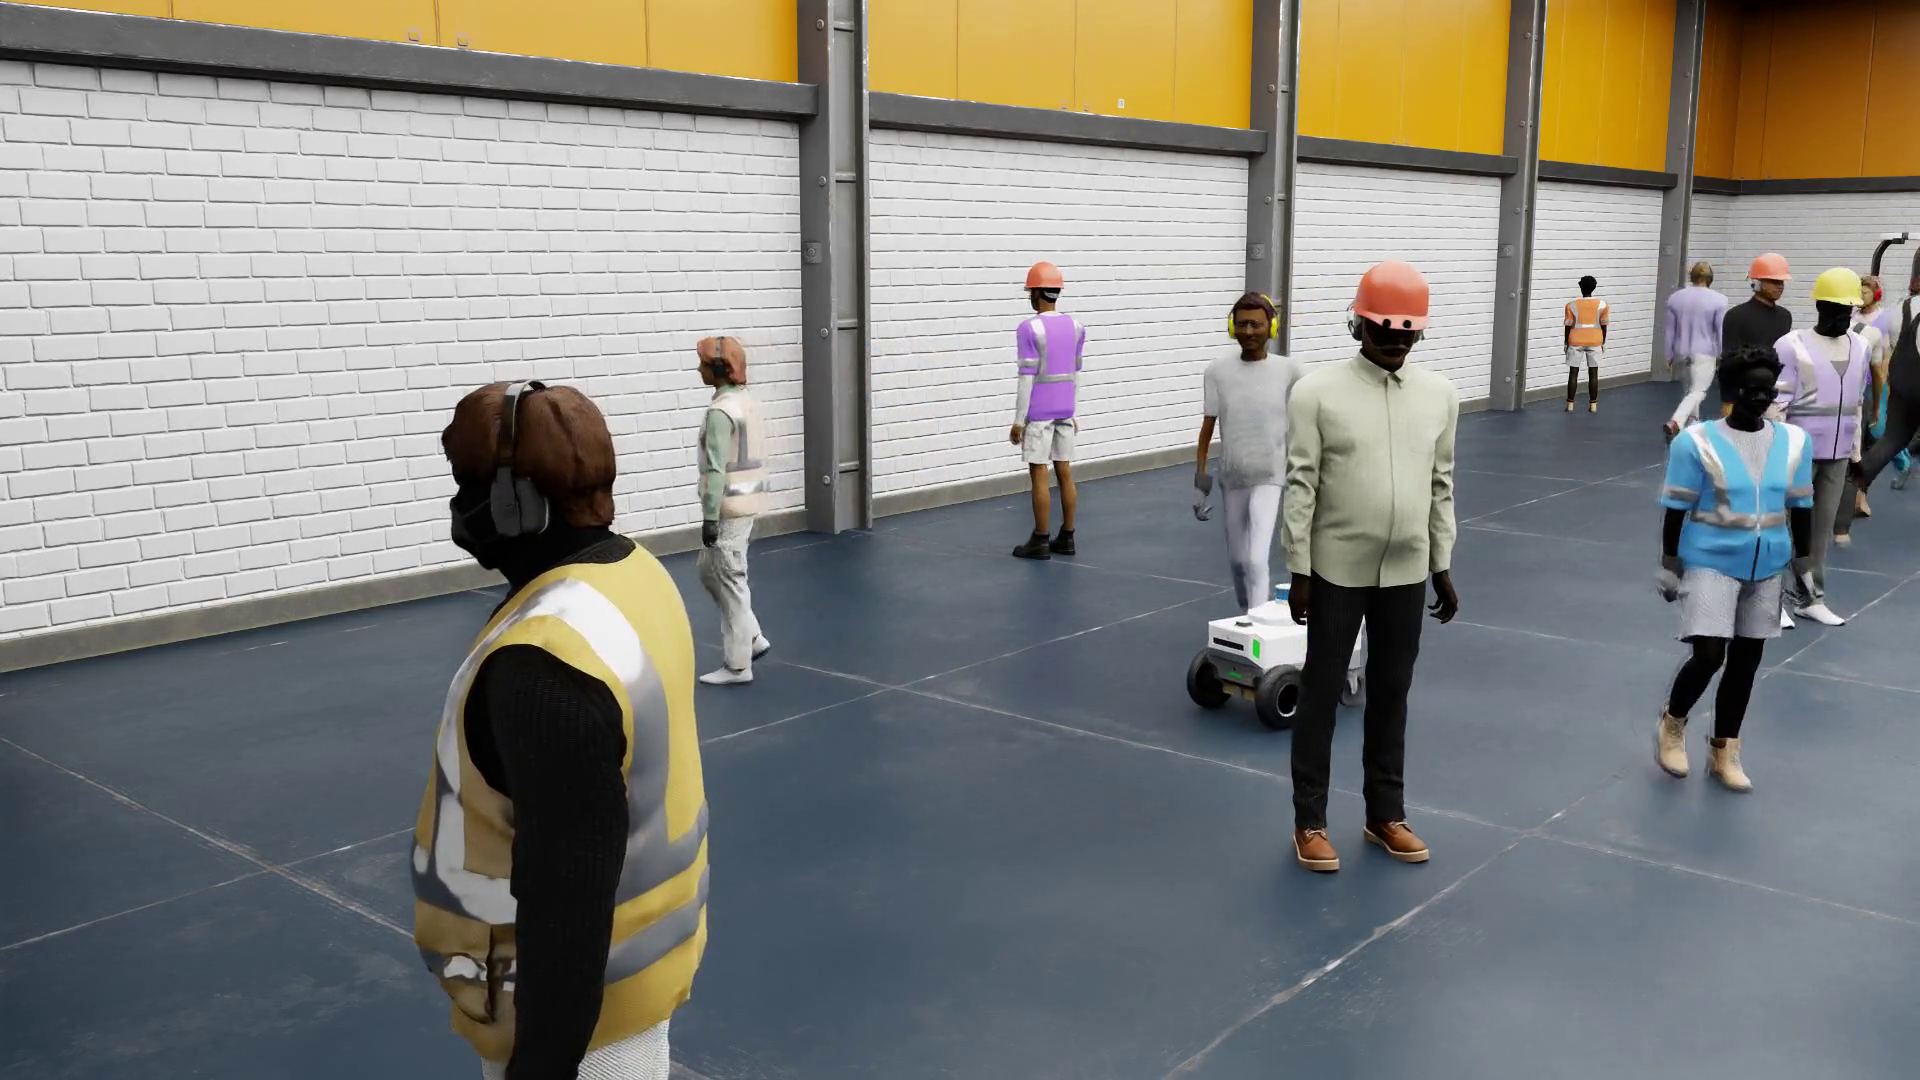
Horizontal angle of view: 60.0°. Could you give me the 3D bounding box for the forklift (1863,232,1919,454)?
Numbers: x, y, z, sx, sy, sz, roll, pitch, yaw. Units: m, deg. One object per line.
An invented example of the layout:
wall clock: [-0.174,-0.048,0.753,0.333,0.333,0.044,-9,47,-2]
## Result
forklift: [9.955,-1.972,16.595,2.313,2.155,1.214,1,10,8]

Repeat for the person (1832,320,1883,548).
person: [6.082,-0.880,11.533,0.543,1.783,0.984,4,11,22]

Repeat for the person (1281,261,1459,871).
person: [1.350,0.091,5.443,0.611,1.985,0.393,-2,10,-13]

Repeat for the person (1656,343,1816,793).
person: [2.881,0.110,6.184,0.546,1.682,0.356,-1,10,-4]

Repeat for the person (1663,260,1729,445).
person: [7.461,-1.885,16.941,0.890,1.910,0.638,-8,12,-37]

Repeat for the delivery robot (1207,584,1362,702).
delivery robot: [1.426,0.437,7.279,0.707,0.478,0.477,-7,12,-35]

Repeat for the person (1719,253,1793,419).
person: [5.515,-0.981,11.523,0.622,1.992,0.396,-5,11,-26]

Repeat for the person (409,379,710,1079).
person: [-0.598,0.676,2.528,0.429,1.839,0.634,0,10,-2]

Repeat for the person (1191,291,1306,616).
person: [1.427,-0.295,8.102,0.542,1.838,0.921,4,11,21]

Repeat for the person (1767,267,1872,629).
person: [4.582,-0.481,8.872,0.594,1.922,0.386,-2,10,-14]

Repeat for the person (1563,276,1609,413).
person: [7.724,-2.416,20.558,0.531,1.694,0.320,3,10,15]

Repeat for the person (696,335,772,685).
person: [-1.085,-0.126,7.673,0.371,1.626,0.537,1,10,4]

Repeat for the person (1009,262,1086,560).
person: [0.552,-0.836,10.888,0.557,1.933,0.382,-8,13,-38]

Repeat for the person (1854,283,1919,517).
person: [7.128,-1.157,12.390,0.978,2.000,0.685,-2,10,-14]

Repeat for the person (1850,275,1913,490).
person: [7.564,-1.288,13.817,0.870,1.812,0.559,-5,11,-25]
